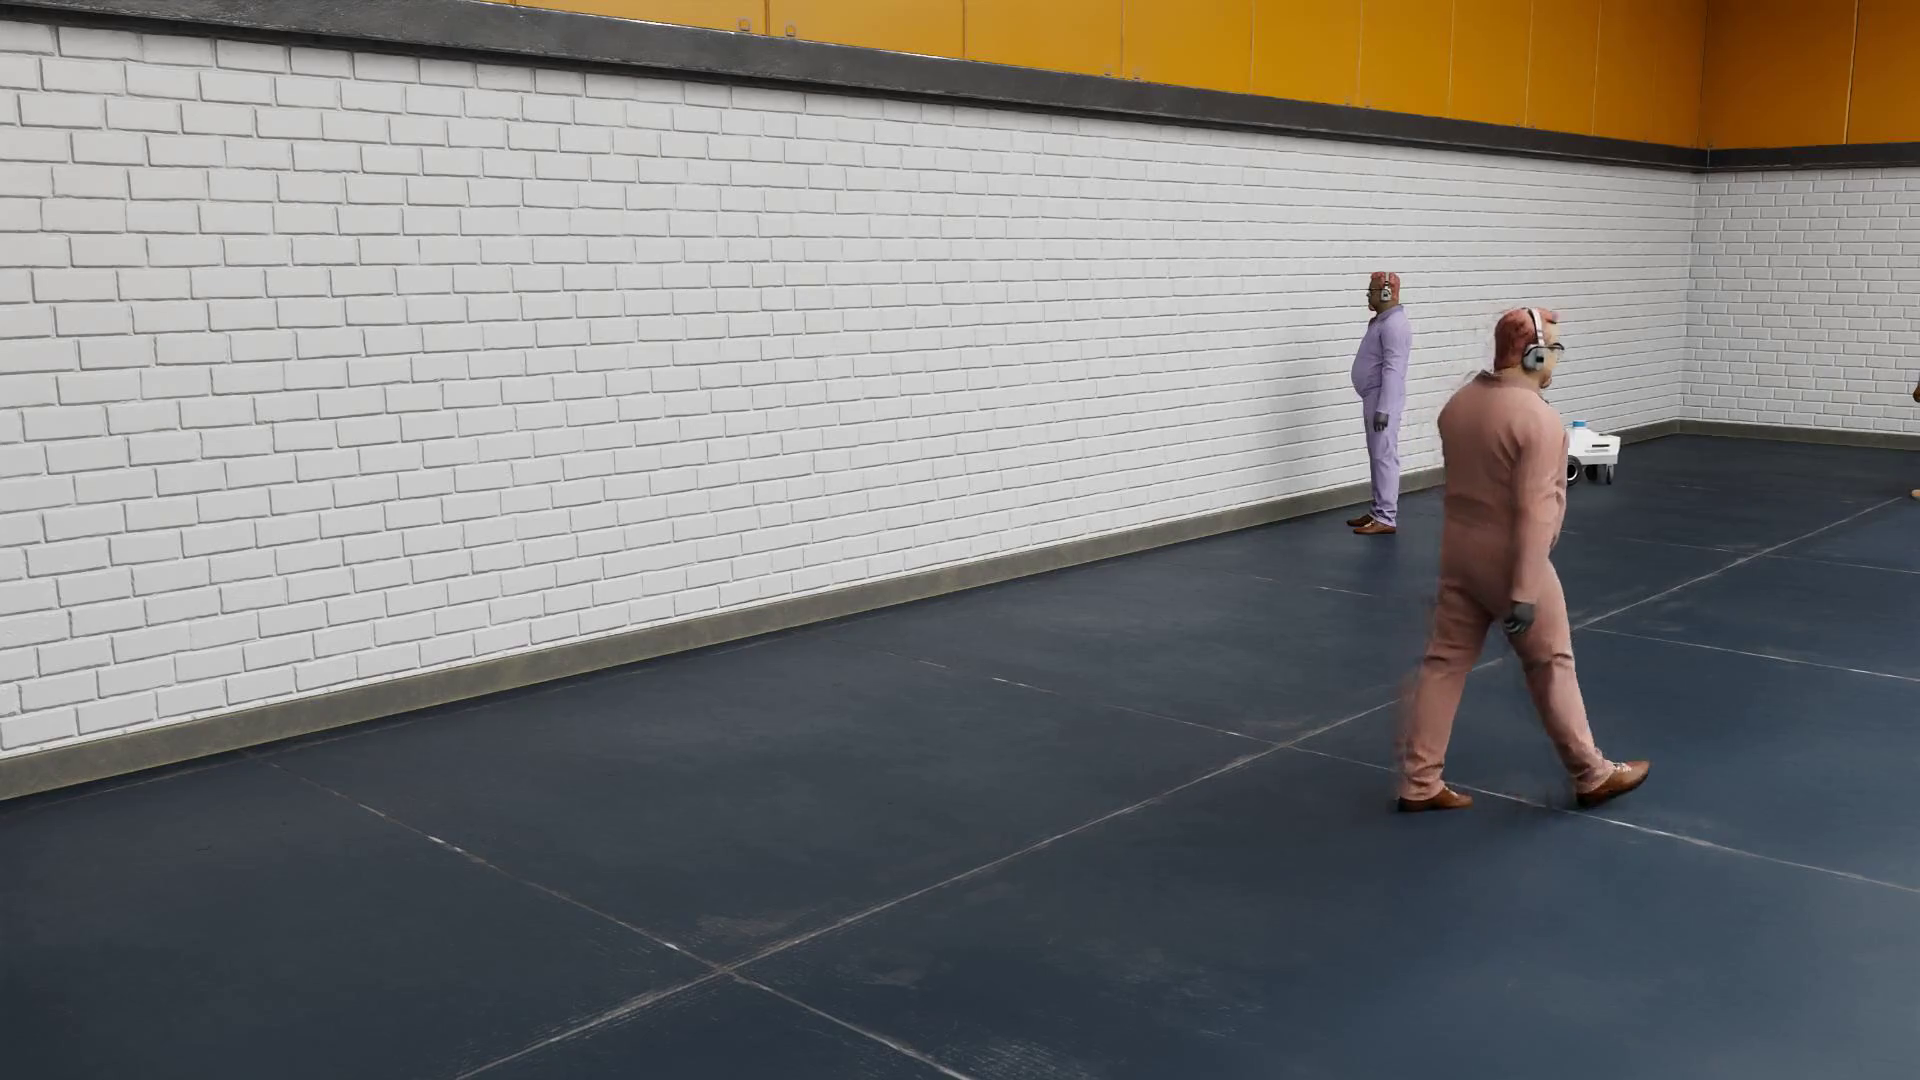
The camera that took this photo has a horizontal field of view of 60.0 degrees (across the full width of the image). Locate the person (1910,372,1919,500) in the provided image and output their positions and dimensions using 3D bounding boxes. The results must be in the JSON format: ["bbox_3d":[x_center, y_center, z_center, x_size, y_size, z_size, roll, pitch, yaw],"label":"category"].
[{"bbox_3d":[8.115,-1.325,13.625,0.615,2.039,0.387,-1,10,-5],"label":"person"}]

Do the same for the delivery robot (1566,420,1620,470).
[{"bbox_3d":[5.458,-0.819,14.708,0.707,0.478,0.477,-3,10,-15],"label":"delivery robot"}]

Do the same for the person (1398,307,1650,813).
[{"bbox_3d":[2.067,0.092,6.079,0.965,1.863,0.646,-4,11,-20],"label":"person"}]

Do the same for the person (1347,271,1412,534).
[{"bbox_3d":[3.056,-0.997,12.141,0.408,1.909,0.642,1,10,7],"label":"person"}]
